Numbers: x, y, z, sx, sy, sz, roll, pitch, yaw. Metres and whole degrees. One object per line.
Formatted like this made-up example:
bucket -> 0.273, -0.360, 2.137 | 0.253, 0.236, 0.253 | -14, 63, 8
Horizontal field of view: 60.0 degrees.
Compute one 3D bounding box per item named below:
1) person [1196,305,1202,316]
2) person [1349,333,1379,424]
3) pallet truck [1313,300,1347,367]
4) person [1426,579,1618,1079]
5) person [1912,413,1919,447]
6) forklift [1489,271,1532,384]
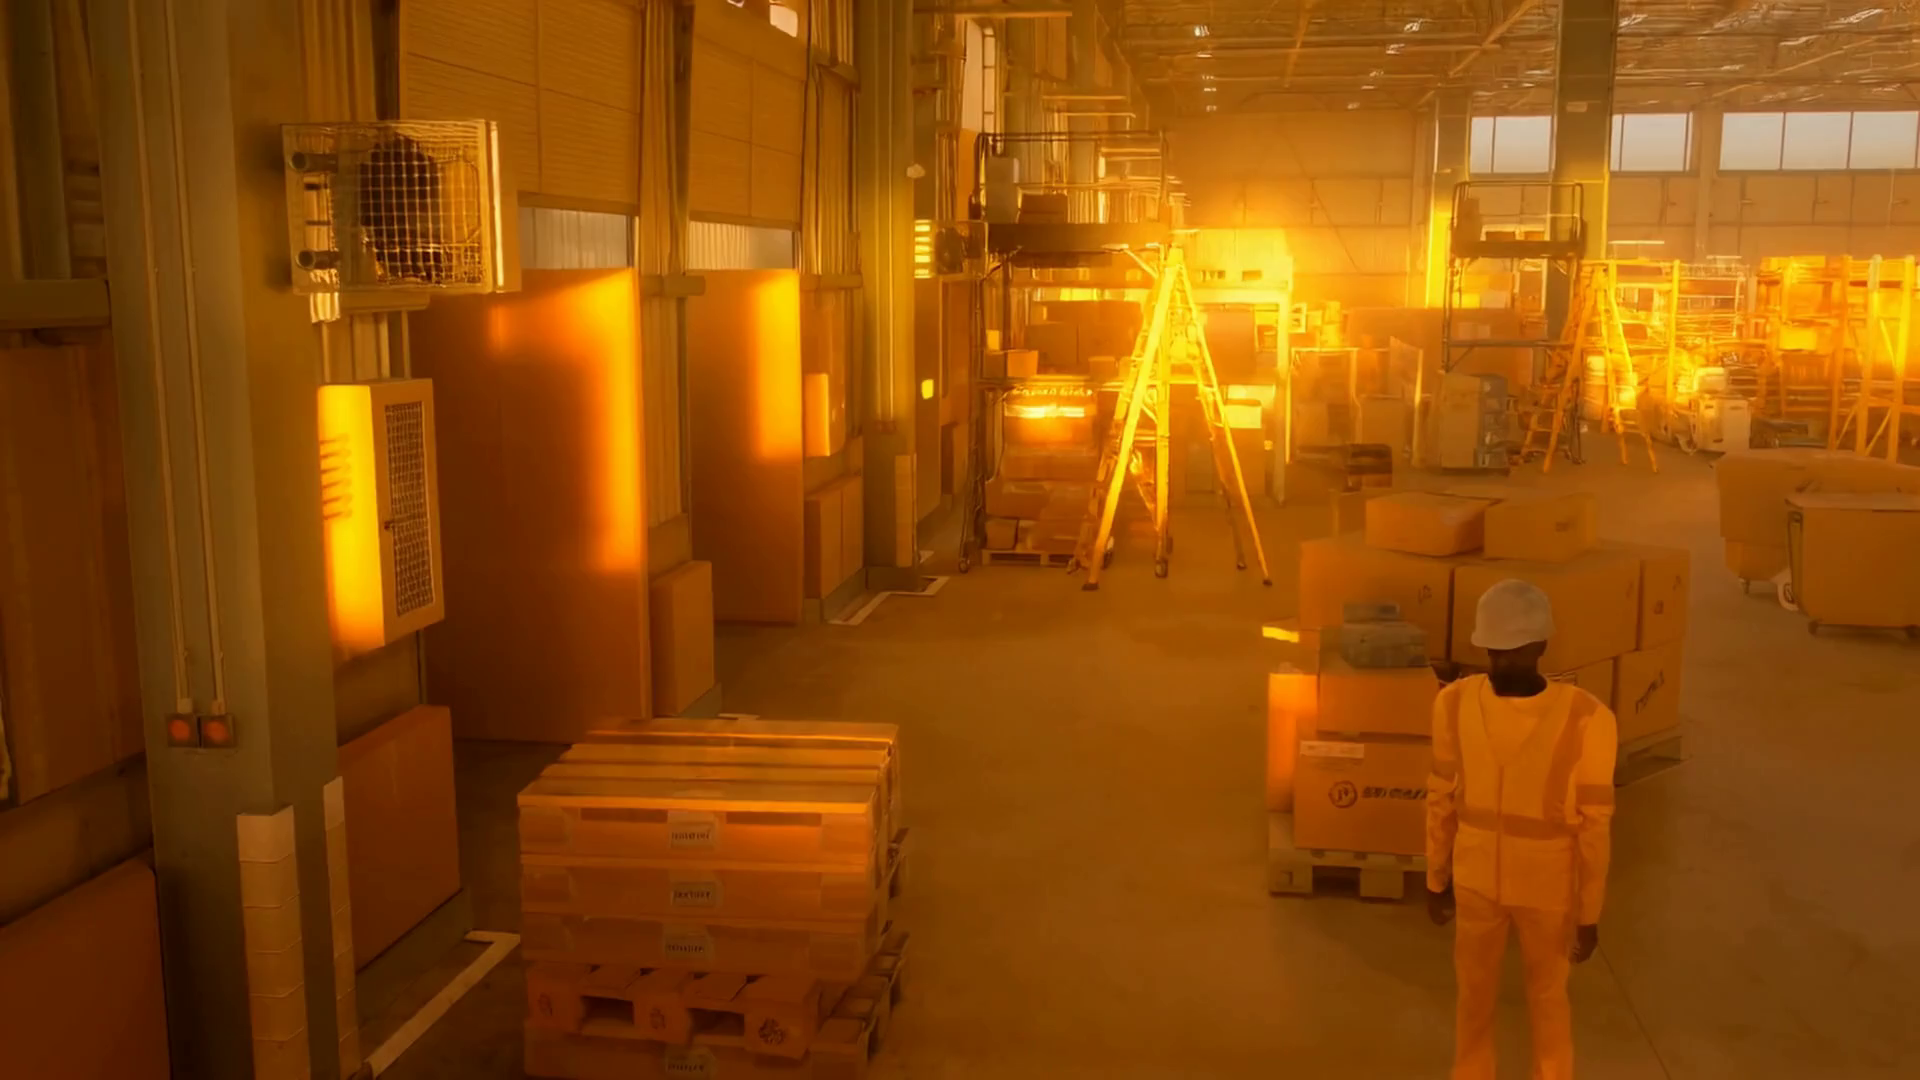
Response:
person -> 6.218, -5.197, 43.719 | 0.361, 1.938, 0.546 | -8, 12, -40
person -> 7.526, -3.001, 30.964 | 0.542, 1.685, 0.389 | -4, 10, -23
pallet truck -> 11.159, -6.200, 49.718 | 0.823, 1.965, 1.885 | 4, 10, 26
person -> 1.712, 1.063, 5.176 | 0.585, 1.920, 0.395 | 7, 12, 39
person -> 15.608, -2.355, 26.805 | 0.319, 1.739, 0.484 | 9, 13, 44
forklift -> 13.422, -5.322, 41.591 | 1.873, 2.768, 1.129 | 1, 9, 9
